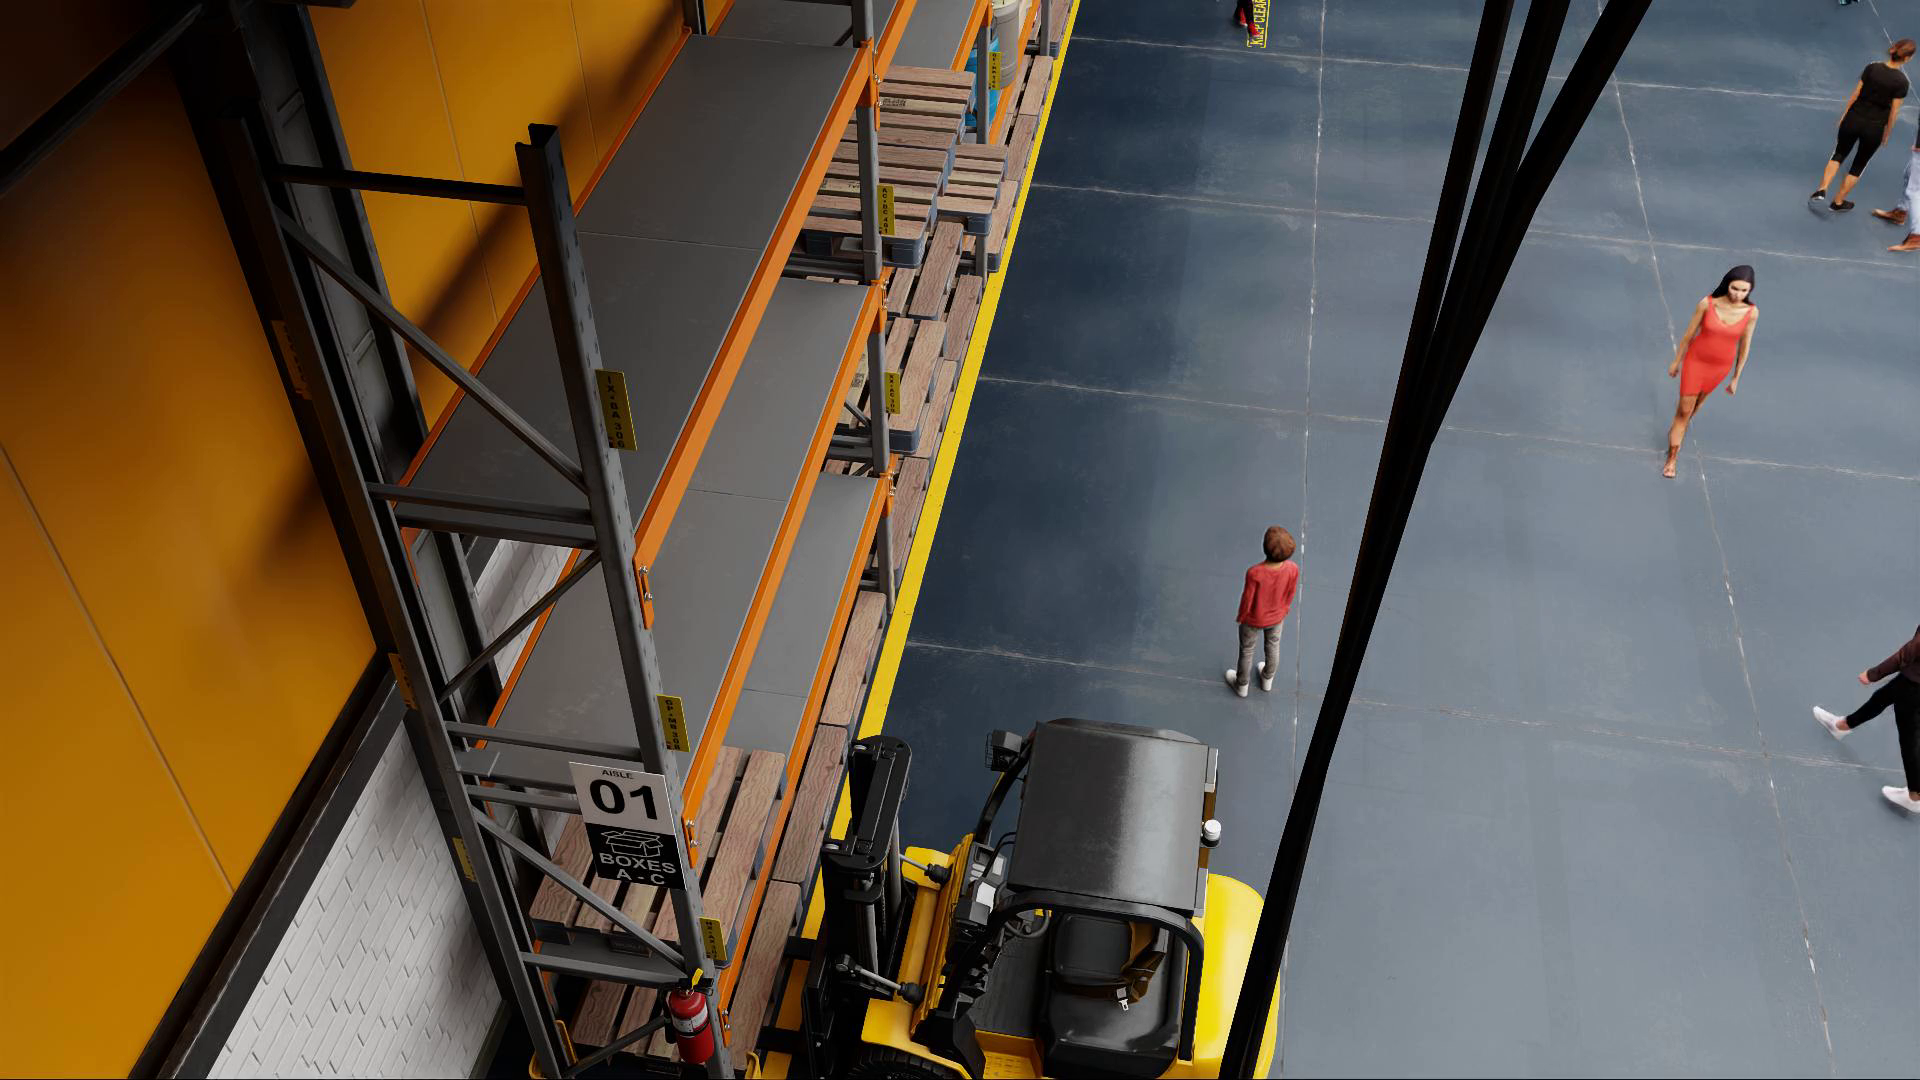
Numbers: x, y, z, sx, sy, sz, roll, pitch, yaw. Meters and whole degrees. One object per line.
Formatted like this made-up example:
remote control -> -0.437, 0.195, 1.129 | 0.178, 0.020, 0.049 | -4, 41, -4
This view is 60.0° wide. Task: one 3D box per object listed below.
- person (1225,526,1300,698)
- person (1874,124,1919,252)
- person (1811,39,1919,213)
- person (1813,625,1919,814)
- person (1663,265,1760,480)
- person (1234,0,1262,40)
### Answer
person -> 1.961, 0.464, 10.697 | 0.590, 1.417, 0.606 | -10, 44, -10
person -> 8.511, -3.482, 14.550 | 1.075, 1.815, 0.907 | 26, 49, 25
person -> 8.105, -3.696, 14.898 | 0.849, 1.645, 0.788 | -33, 52, -30
person -> 5.827, 0.947, 10.016 | 1.069, 1.658, 1.192 | -21, 47, -20
person -> 5.564, -1.354, 12.402 | 0.636, 1.698, 0.928 | 9, 44, 9
person -> 3.059, -6.184, 17.511 | 0.889, 1.644, 1.101 | -10, 45, -10
